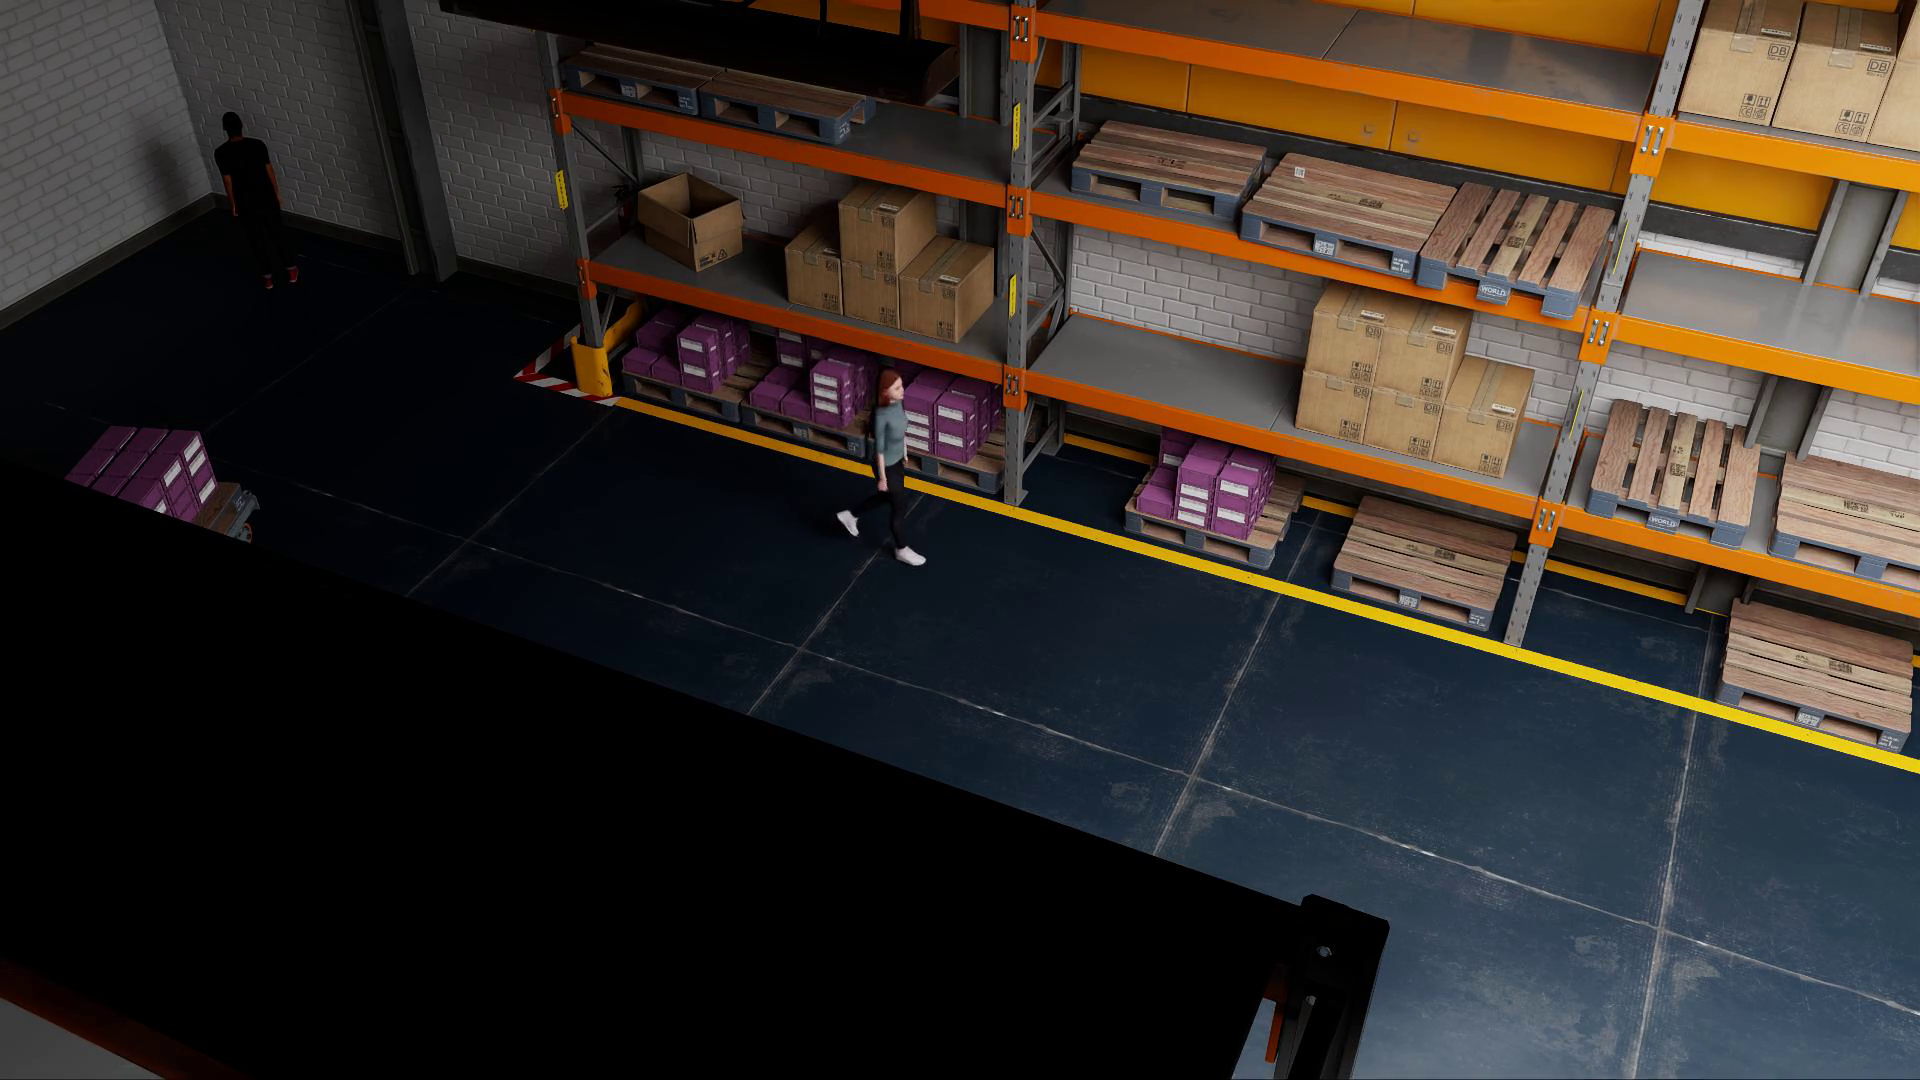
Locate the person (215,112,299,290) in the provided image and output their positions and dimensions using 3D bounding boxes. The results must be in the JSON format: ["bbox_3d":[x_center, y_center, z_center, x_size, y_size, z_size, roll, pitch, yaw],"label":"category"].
[{"bbox_3d":[-6.674,-3.224,15.752,0.728,1.758,0.760,-20,43,-23],"label":"person"}]

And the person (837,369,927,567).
[{"bbox_3d":[-0.596,-0.560,12.441,0.985,1.729,0.673,11,40,13],"label":"person"}]
